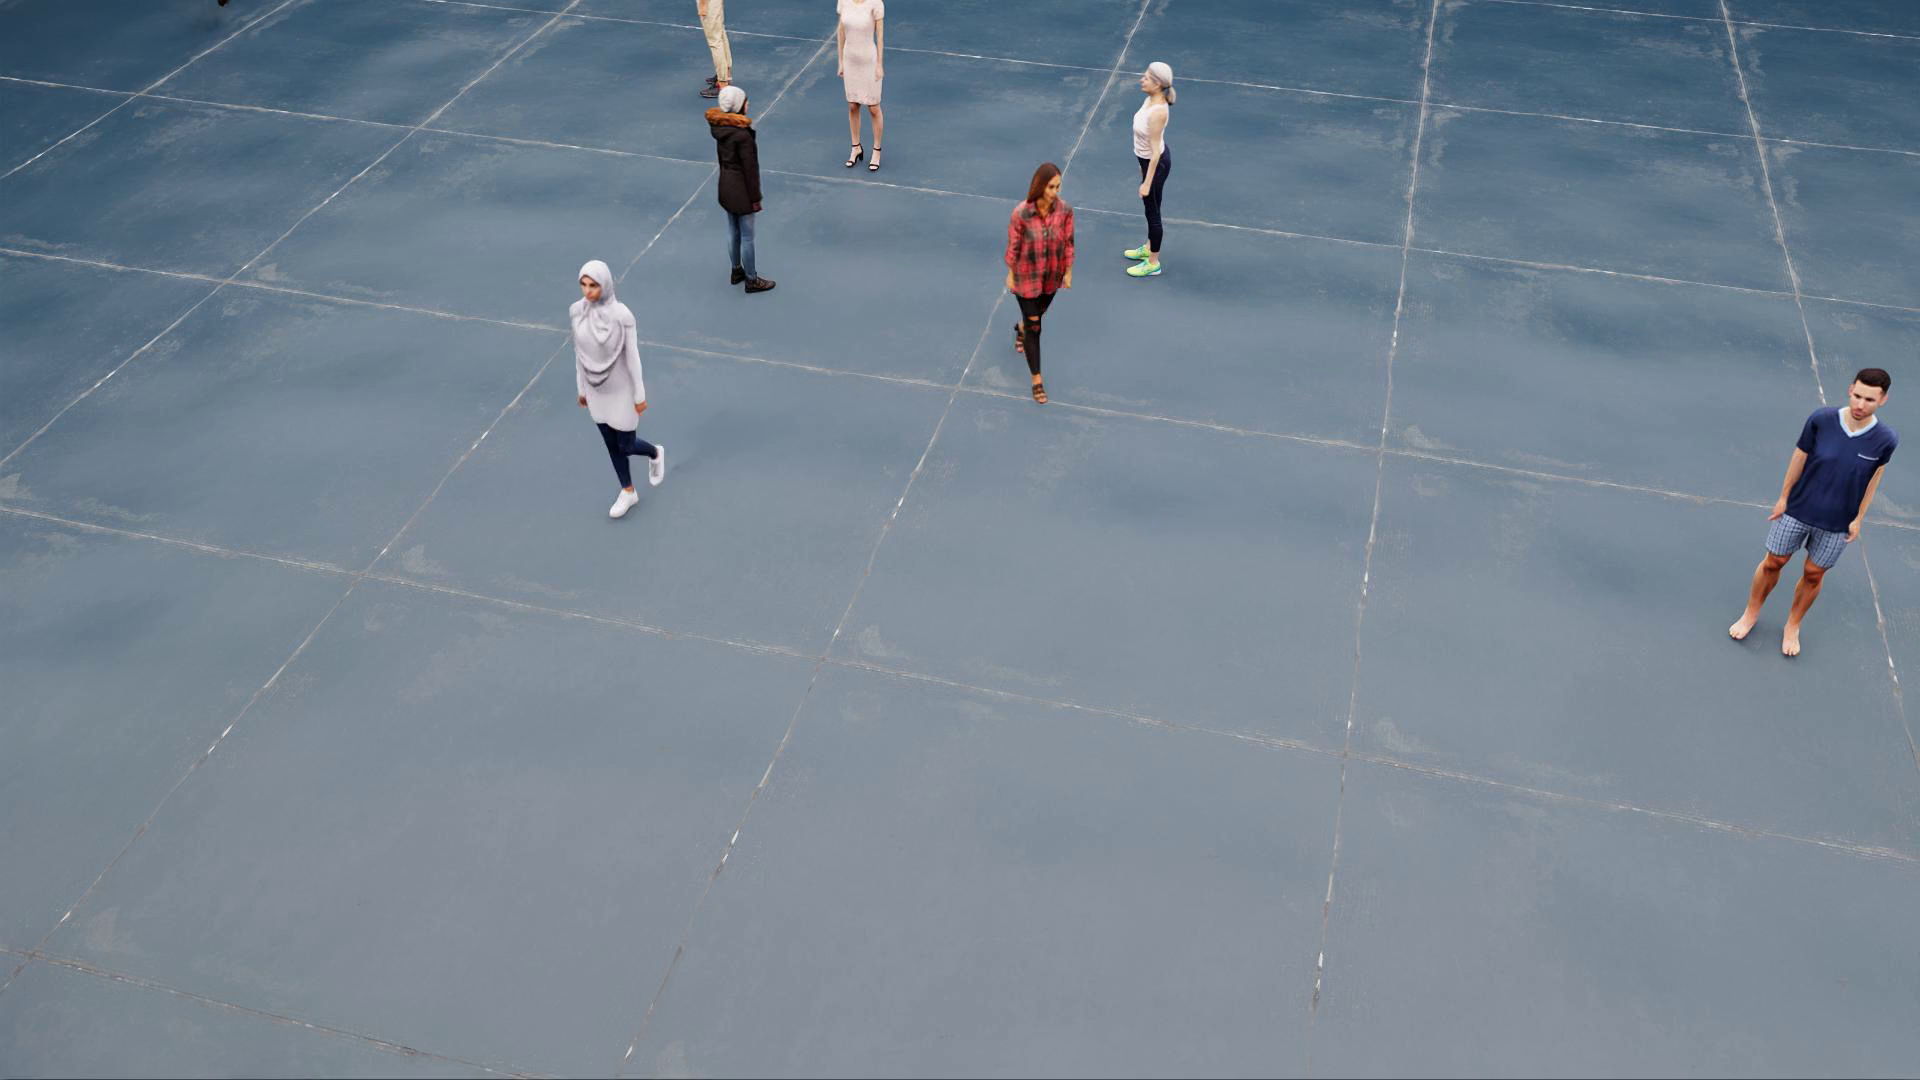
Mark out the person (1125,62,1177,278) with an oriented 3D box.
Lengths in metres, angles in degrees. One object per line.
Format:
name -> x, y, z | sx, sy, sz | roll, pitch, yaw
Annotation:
person -> 1.495, -2.867, 12.841 | 0.704, 1.702, 0.542 | 1, 38, 2

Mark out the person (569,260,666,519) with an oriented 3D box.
person -> -2.123, -0.973, 10.367 | 0.682, 1.766, 0.816 | 16, 41, 19

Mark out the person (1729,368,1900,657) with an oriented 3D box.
person -> 4.798, -0.178, 9.282 | 0.676, 1.850, 0.648 | 20, 42, 24

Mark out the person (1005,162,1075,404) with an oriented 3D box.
person -> 0.530, -1.871, 11.599 | 0.981, 1.662, 1.198 | -8, 39, -10

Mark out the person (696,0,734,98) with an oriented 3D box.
person -> -2.340, -5.089, 15.555 | 0.752, 1.856, 0.538 | 2, 38, 3

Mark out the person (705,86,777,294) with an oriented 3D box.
person -> -1.677, -2.670, 12.645 | 0.777, 1.633, 0.732 | -24, 44, -27

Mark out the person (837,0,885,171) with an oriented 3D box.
person -> -0.836, -4.074, 14.280 | 0.589, 1.828, 0.517 | 13, 40, 16
